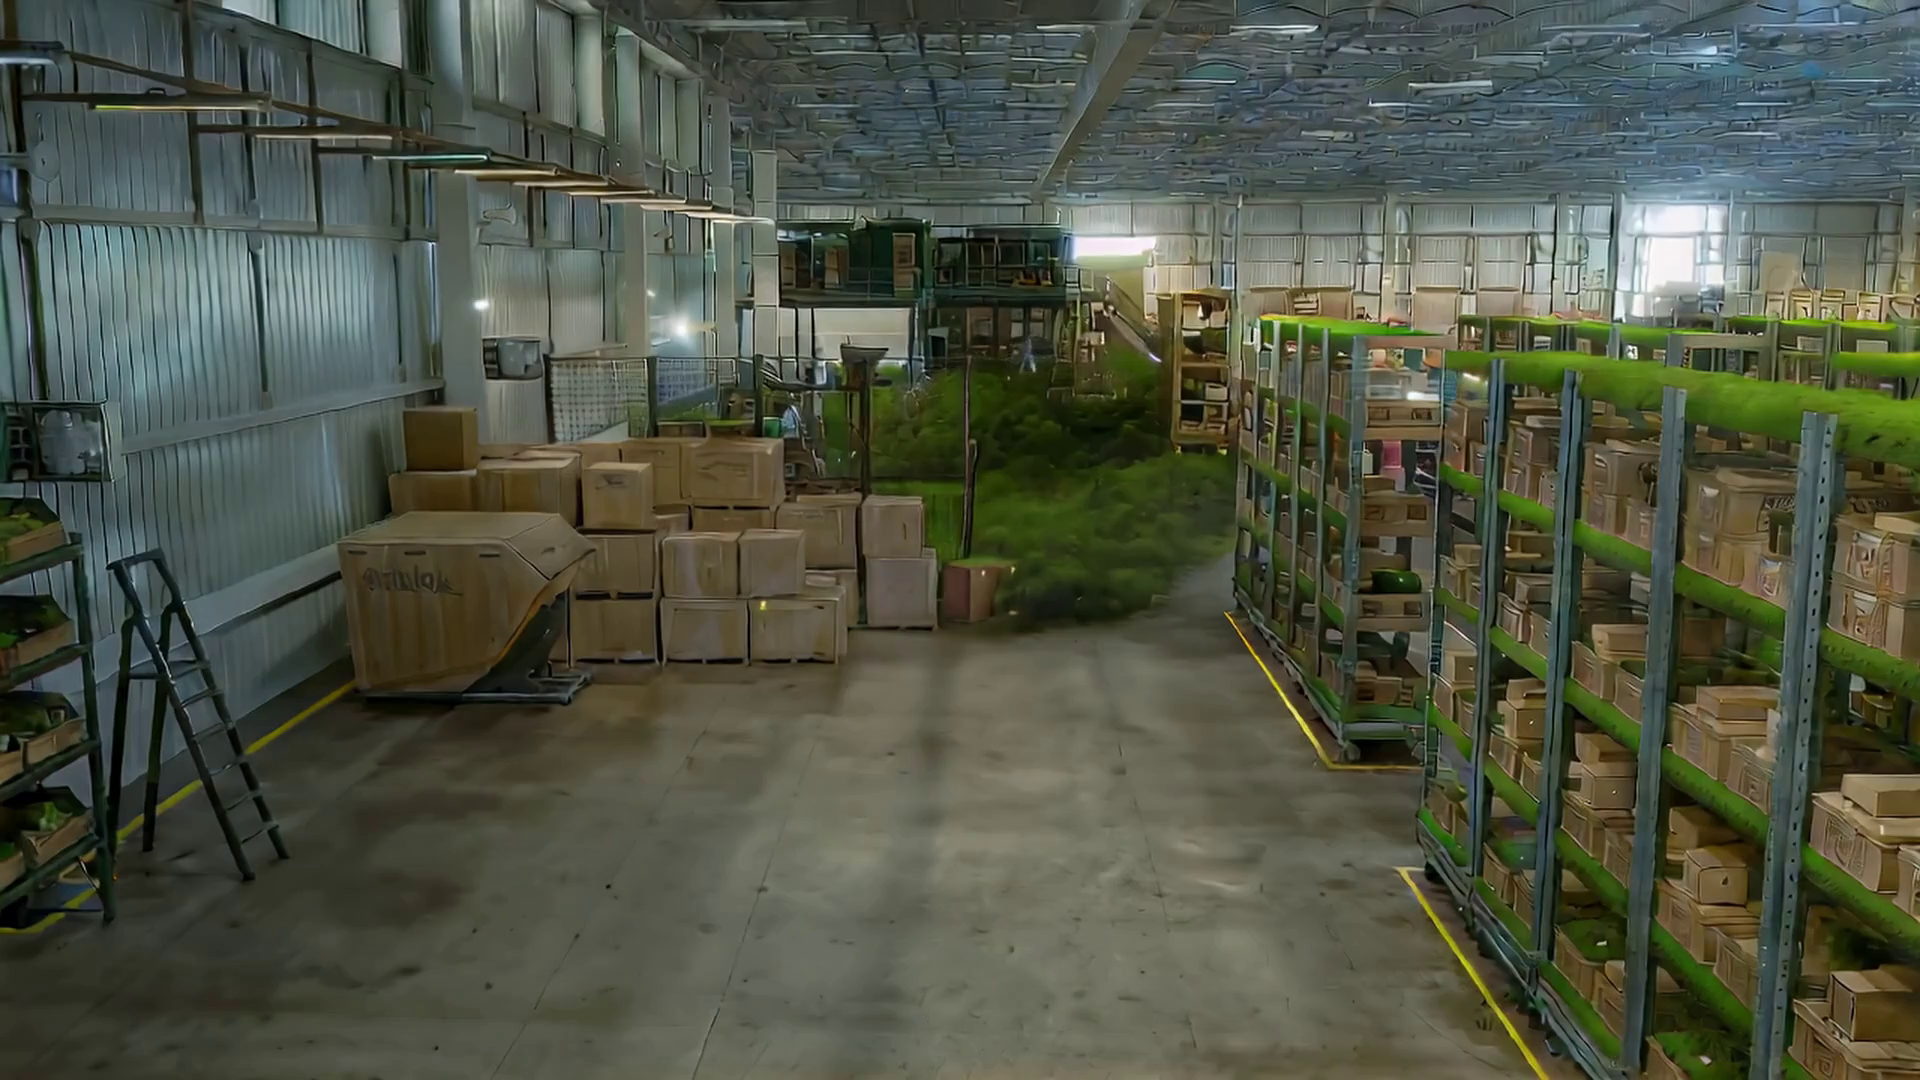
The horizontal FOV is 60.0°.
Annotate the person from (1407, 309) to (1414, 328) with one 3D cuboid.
[{"bbox_3d":[25.603,-12.184,94.684,0.395,1.920,0.585,6,11,34],"label":"person"}]

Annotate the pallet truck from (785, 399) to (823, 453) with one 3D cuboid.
[{"bbox_3d":[-3.814,-2.432,36.419,1.630,1.274,0.653,0,9,1],"label":"pallet truck"}]

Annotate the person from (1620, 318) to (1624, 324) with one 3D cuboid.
[{"bbox_3d":[30.834,-9.415,77.609,0.586,1.919,0.396,8,12,40],"label":"person"}]

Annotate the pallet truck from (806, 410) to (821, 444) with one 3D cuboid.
[{"bbox_3d":[-3.559,-2.018,33.905,1.522,1.261,0.704,0,9,-1],"label":"pallet truck"}]

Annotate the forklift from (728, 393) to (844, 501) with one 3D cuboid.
[{"bbox_3d":[-2.979,-1.316,26.476,2.680,1.987,1.157,0,9,1],"label":"forklift"}]

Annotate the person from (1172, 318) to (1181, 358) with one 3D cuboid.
[{"bbox_3d":[10.159,-9.449,77.786,0.555,1.944,0.376,-8,12,-42],"label":"person"}]

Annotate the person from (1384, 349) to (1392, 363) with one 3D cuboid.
[{"bbox_3d":[14.191,-5.813,55.052,0.759,2.028,0.618,1,9,8],"label":"person"}]

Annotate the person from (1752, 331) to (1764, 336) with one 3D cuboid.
[{"bbox_3d":[36.821,-9.268,76.675,0.660,1.923,0.435,-3,10,-17],"label":"person"}]

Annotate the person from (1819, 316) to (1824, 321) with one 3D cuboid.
[{"bbox_3d":[42.973,-10.246,83.009,0.636,1.834,0.430,2,9,13],"label":"person"}]

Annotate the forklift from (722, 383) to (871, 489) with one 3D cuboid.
[{"bbox_3d":[-2.893,-1.687,28.729,2.680,1.987,1.157,0,9,-1],"label":"forklift"}]

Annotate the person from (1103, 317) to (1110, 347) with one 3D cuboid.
[{"bbox_3d":[7.932,-11.362,89.875,0.652,1.829,0.521,-8,12,-41],"label":"person"}]

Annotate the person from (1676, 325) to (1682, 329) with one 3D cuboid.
[{"bbox_3d":[33.066,-9.249,76.839,0.542,1.828,0.536,2,9,13],"label":"person"}]

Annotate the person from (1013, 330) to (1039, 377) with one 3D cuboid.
[{"bbox_3d":[2.594,-7.225,64.372,1.000,1.836,0.594,0,9,1],"label":"person"}]

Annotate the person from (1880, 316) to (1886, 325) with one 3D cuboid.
[{"bbox_3d":[45.134,-10.070,81.653,0.737,1.917,0.650,6,11,31],"label":"person"}]

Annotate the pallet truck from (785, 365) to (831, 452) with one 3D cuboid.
[{"bbox_3d":[-3.774,-2.976,37.635,1.885,1.965,0.823,1,9,5],"label":"pallet truck"}]

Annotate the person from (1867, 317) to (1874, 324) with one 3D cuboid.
[{"bbox_3d":[45.251,-10.167,82.569,0.772,1.819,0.541,0,9,2],"label":"person"}]

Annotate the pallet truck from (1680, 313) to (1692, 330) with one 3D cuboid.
[{"bbox_3d":[36.315,-10.531,84.244,0.823,1.965,1.885,-6,11,-33],"label":"pallet truck"}]

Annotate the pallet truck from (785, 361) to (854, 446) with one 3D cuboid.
[{"bbox_3d":[-3.410,-3.193,38.978,1.885,1.965,0.823,0,9,-1],"label":"pallet truck"}]

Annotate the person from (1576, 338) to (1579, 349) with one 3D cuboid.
[{"bbox_3d":[24.563,-7.756,66.992,0.706,2.000,1.028,6,11,31],"label":"person"}]

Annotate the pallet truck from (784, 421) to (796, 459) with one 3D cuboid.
[{"bbox_3d":[-4.013,-1.793,32.705,1.601,1.201,0.680,0,9,1],"label":"pallet truck"}]

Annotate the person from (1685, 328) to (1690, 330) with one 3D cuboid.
[{"bbox_3d":[26.657,-6.786,61.149,0.375,1.995,0.611,-4,10,-25],"label":"person"}]

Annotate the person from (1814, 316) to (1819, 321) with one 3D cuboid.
[{"bbox_3d":[41.210,-9.798,80.013,0.395,1.910,0.586,-1,9,-6],"label":"person"}]
